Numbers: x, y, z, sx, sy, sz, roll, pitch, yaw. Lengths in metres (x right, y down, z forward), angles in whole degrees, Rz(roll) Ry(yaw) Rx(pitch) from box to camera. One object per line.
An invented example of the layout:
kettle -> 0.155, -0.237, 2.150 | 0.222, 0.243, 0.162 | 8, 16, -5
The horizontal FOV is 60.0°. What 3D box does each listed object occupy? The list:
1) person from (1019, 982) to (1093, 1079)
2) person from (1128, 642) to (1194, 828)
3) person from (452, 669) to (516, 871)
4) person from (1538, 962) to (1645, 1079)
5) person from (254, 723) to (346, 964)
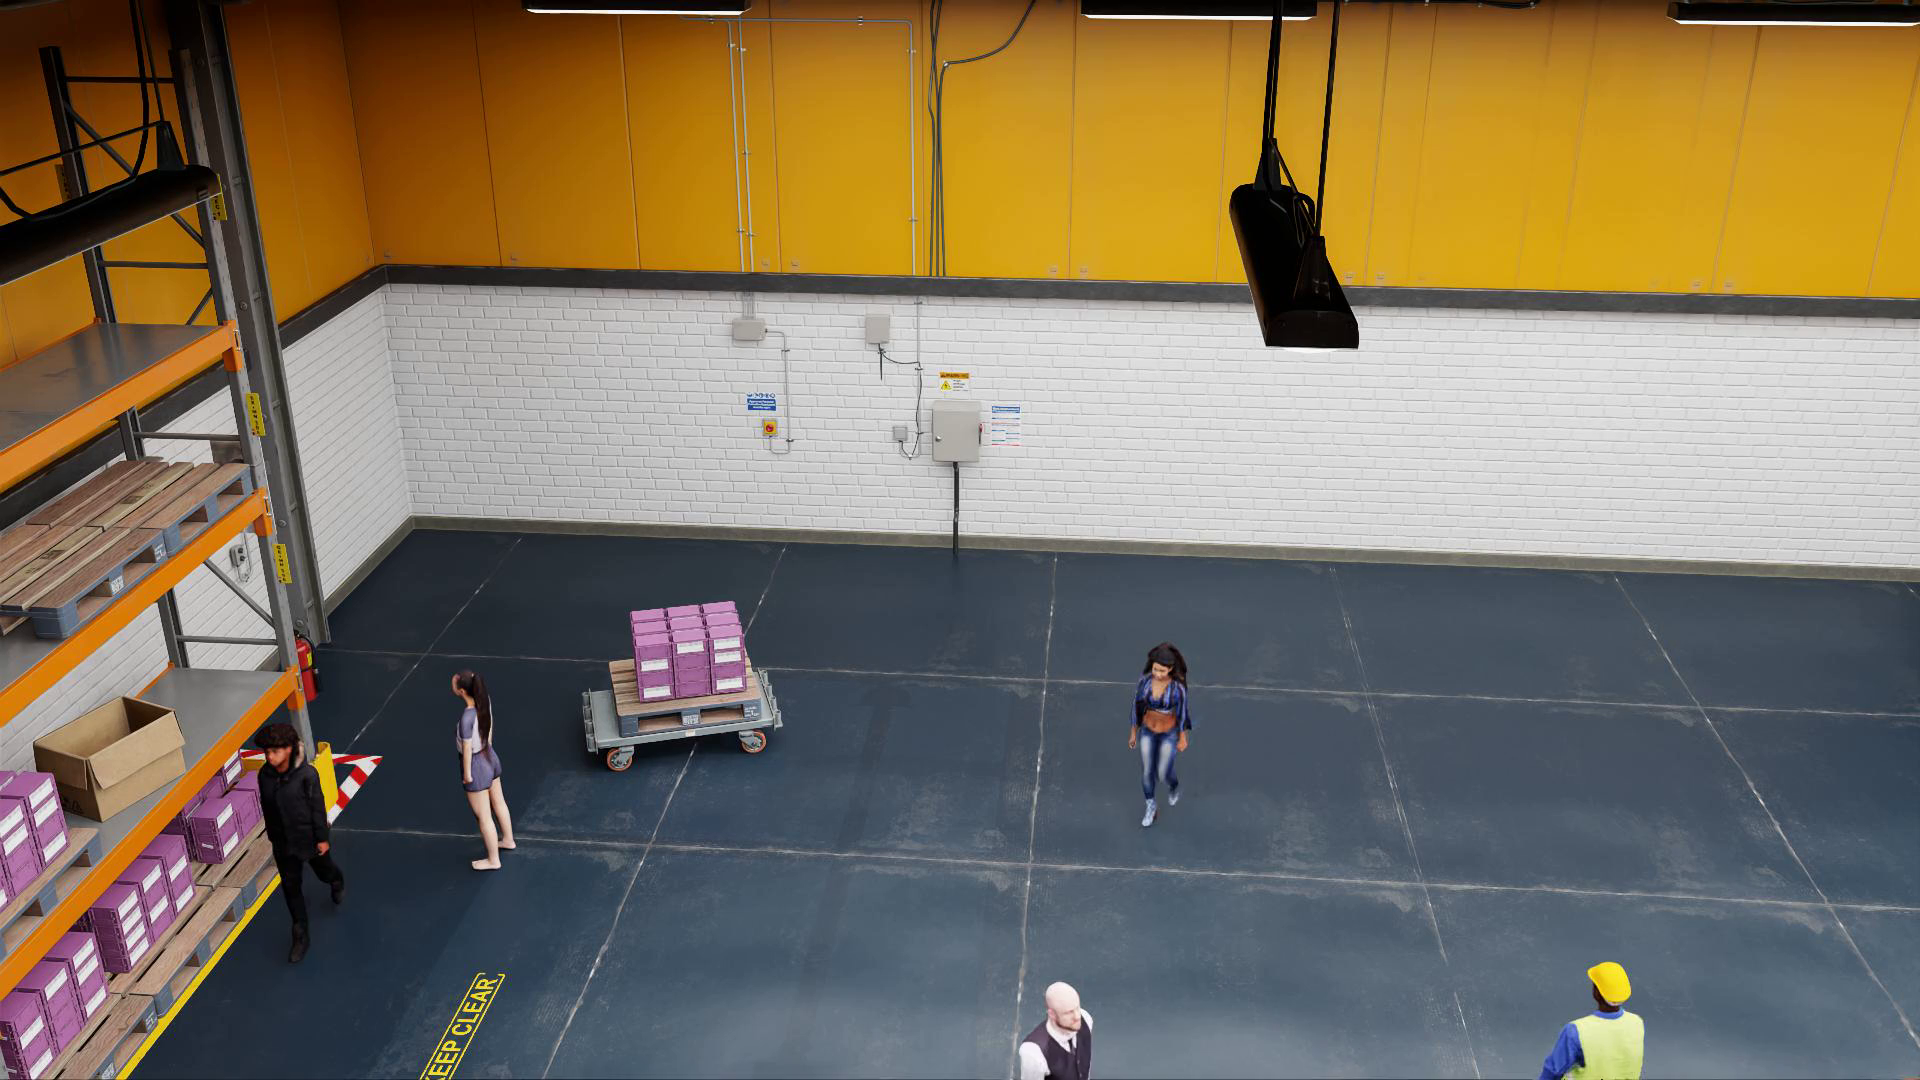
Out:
person -> 0.471, 3.142, 9.156 | 0.922, 1.808, 0.851 | 19, 30, 37
person -> 1.609, 1.511, 13.132 | 0.786, 1.613, 0.839 | 14, 27, 29
person -> -3.618, 1.719, 12.615 | 0.659, 1.646, 0.454 | 4, 24, 8
person -> 3.468, 3.130, 9.186 | 0.794, 1.807, 0.815 | -3, 24, -8
person -> -4.630, 2.039, 11.743 | 0.708, 1.758, 1.100 | -1, 24, -2
